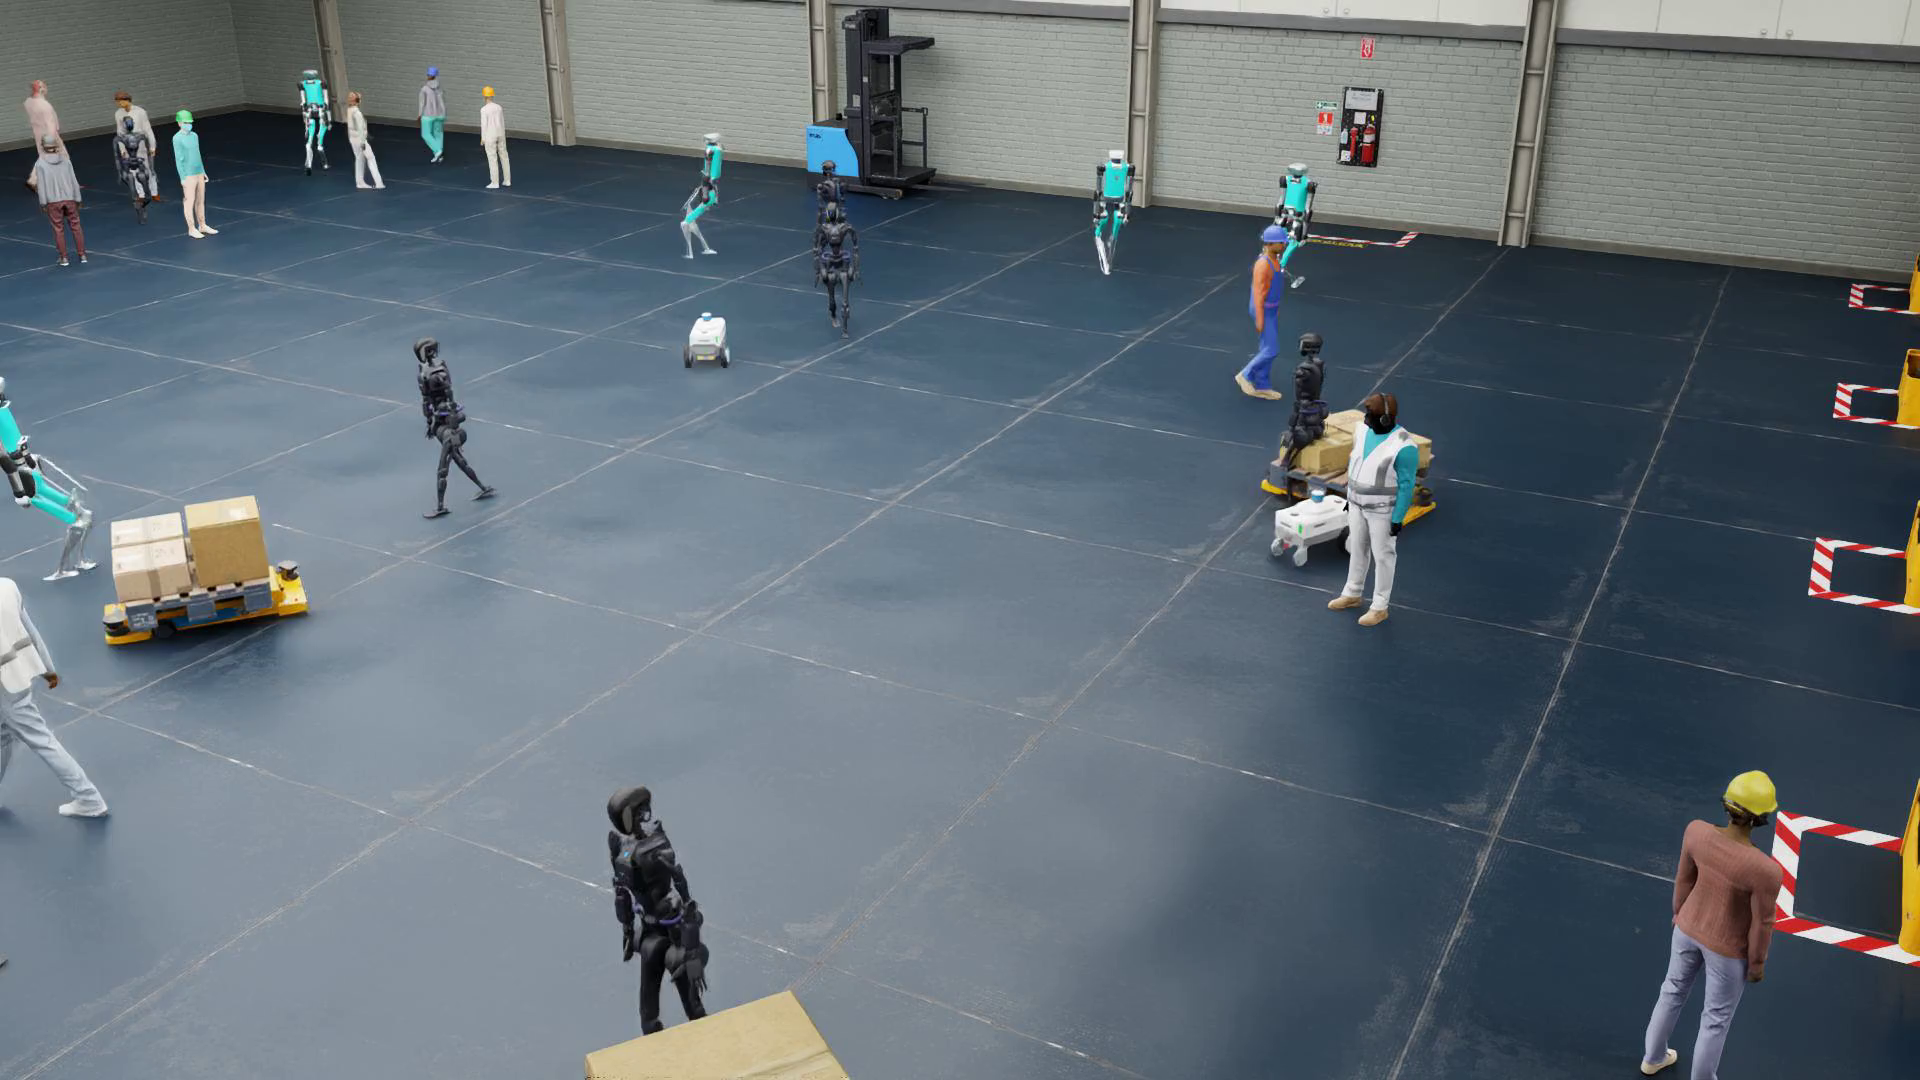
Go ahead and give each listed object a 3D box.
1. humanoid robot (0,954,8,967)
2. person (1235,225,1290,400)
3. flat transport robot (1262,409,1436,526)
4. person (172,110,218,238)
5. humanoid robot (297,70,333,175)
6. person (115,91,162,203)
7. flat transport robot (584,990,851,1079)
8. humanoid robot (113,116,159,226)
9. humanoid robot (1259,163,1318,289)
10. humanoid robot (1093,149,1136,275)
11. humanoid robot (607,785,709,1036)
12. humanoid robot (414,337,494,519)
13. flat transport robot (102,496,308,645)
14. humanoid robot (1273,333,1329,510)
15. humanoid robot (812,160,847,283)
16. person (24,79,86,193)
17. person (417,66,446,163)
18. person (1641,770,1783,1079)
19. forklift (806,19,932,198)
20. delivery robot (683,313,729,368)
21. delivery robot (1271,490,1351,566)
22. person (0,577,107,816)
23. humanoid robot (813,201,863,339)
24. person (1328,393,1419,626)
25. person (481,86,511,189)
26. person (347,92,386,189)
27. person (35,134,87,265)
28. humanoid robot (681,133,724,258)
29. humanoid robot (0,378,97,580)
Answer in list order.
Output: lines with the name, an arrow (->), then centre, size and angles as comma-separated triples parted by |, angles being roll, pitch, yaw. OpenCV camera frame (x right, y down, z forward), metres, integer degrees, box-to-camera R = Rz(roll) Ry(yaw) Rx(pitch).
humanoid robot -> -5.316, 1.716, 8.452 | 0.596, 1.614, 0.768 | 8, 24, 17
person -> 3.288, -2.404, 17.692 | 0.424, 1.900, 0.550 | 12, 26, 26
flat transport robot -> 3.552, -0.453, 15.218 | 1.431, 0.231, 0.659 | 20, 30, 39
person -> -11.488, -5.483, 24.897 | 0.363, 1.872, 0.512 | 7, 24, 15
humanoid robot -> -11.492, -7.358, 29.497 | 0.558, 1.833, 0.894 | 0, 23, 1
person -> -13.407, -6.414, 27.138 | 0.568, 1.815, 0.414 | -3, 23, -8
flat transport robot -> -0.884, 3.175, 6.772 | 0.659, 0.231, 1.431 | -1, 23, -2
humanoid robot -> -12.803, -5.744, 25.756 | 0.602, 1.639, 0.584 | -18, 29, -35
humanoid robot -> 4.217, -3.990, 21.596 | 0.558, 1.733, 1.036 | 20, 30, 38
humanoid robot -> 2.041, -4.465, 22.817 | 0.549, 1.871, 0.830 | -3, 23, -7
humanoid robot -> -1.371, 1.899, 8.013 | 0.542, 1.645, 0.627 | -17, 29, -34
humanoid robot -> -4.573, -1.045, 14.876 | 0.759, 1.624, 0.610 | -21, 31, -39
flat transport robot -> -5.932, 0.471, 13.067 | 1.431, 0.231, 0.659 | -11, 26, -24
humanoid robot -> 3.094, -1.046, 14.813 | 0.355, 1.646, 0.585 | 14, 27, 30
humanoid robot -> -1.716, -4.268, 22.313 | 0.368, 1.645, 0.599 | 16, 28, 32
person -> -15.314, -6.741, 27.821 | 0.651, 1.871, 0.875 | 13, 27, 28
person -> -9.599, -7.736, 30.306 | 0.505, 1.745, 0.553 | 20, 30, 38
person -> 3.603, 1.881, 7.903 | 0.343, 1.760, 0.521 | -12, 26, -26
forklift -> -1.573, -7.292, 27.850 | 1.873, 2.768, 1.129 | 12, 26, 25
delivery robot -> -2.906, -2.296, 19.168 | 0.499, 0.613, 0.807 | 0, 23, -1
delivery robot -> 3.035, -0.125, 14.116 | 0.792, 0.614, 0.499 | -15, 28, -31
person -> -5.844, 0.875, 10.125 | 1.024, 1.844, 0.610 | 0, 23, 1
humanoid robot -> -1.471, -3.300, 20.095 | 0.592, 1.632, 0.651 | -2, 23, -4
person -> 3.171, -0.244, 12.744 | 0.431, 1.841, 0.622 | -13, 26, -27
person -> -7.917, -6.832, 28.255 | 0.314, 1.698, 0.474 | 18, 29, 35
person -> -10.097, -6.754, 28.171 | 0.462, 1.614, 0.530 | -19, 30, -38
person -> -12.627, -4.778, 23.341 | 0.548, 1.806, 0.380 | -20, 31, -39
humanoid robot -> -3.749, -4.913, 23.778 | 0.816, 1.799, 0.542 | 4, 24, 10
humanoid robot -> -7.376, -0.471, 13.441 | 0.789, 1.808, 0.560 | -7, 24, -16
